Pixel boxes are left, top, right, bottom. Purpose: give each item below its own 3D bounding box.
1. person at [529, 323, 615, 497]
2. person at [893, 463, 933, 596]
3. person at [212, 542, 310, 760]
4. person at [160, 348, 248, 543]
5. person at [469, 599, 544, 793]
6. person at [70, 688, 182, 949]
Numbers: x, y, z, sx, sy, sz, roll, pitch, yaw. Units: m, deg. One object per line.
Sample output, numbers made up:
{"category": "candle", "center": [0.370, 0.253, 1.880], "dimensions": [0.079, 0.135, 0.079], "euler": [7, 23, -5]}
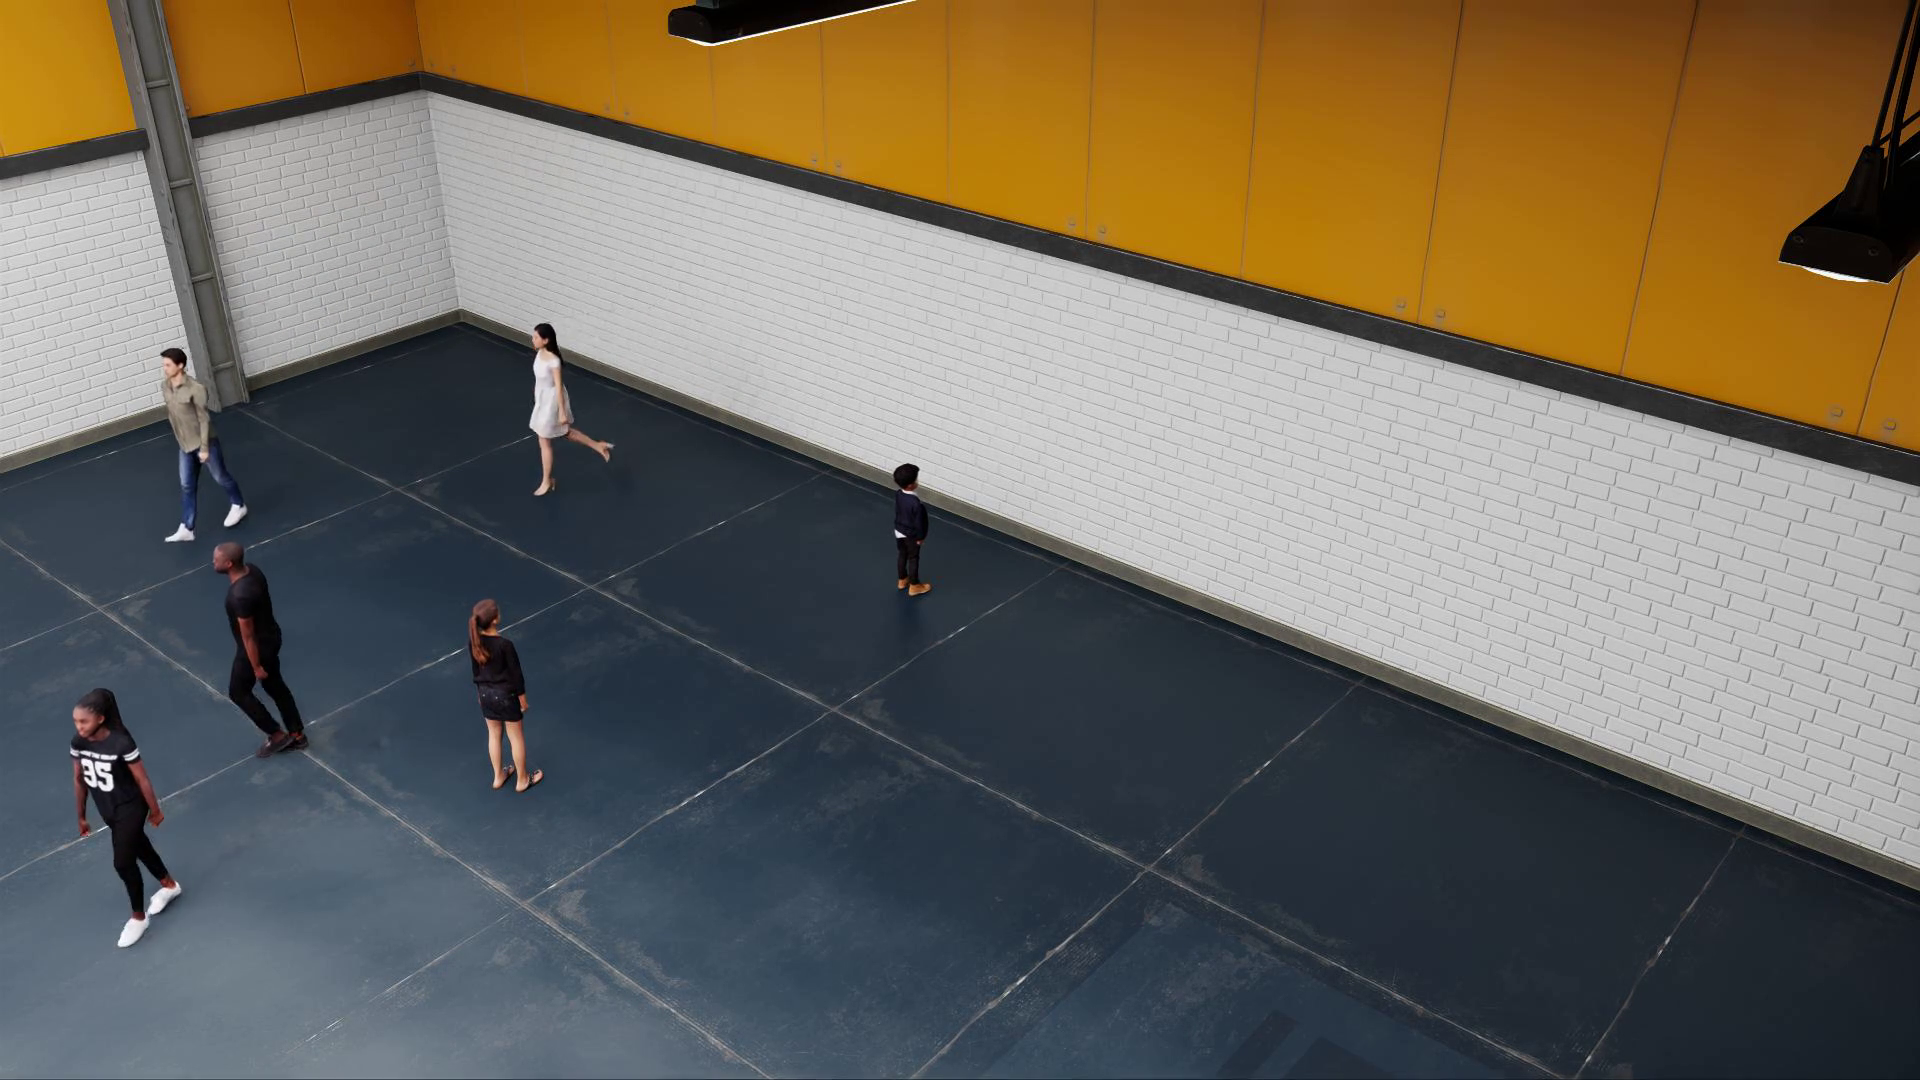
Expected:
{"category": "person", "center": [-3.861, -1.282, 16.124], "dimensions": [1.157, 1.751, 0.894], "euler": [-15, 32, -25]}
{"category": "person", "center": [-0.447, -0.106, 14.517], "dimensions": [0.553, 1.227, 0.548], "euler": [-19, 34, -31]}
{"category": "person", "center": [-5.068, 0.800, 12.250], "dimensions": [0.869, 1.806, 0.812], "euler": [-3, 29, -6]}
{"category": "person", "center": [-6.965, -0.914, 15.381], "dimensions": [0.977, 1.817, 1.239], "euler": [10, 30, 17]}
{"category": "person", "center": [-3.310, 1.105, 11.954], "dimensions": [0.615, 1.555, 0.639], "euler": [8, 30, 15]}
{"category": "person", "center": [-5.336, 1.693, 10.716], "dimensions": [0.817, 1.707, 0.956], "euler": [8, 30, 15]}
